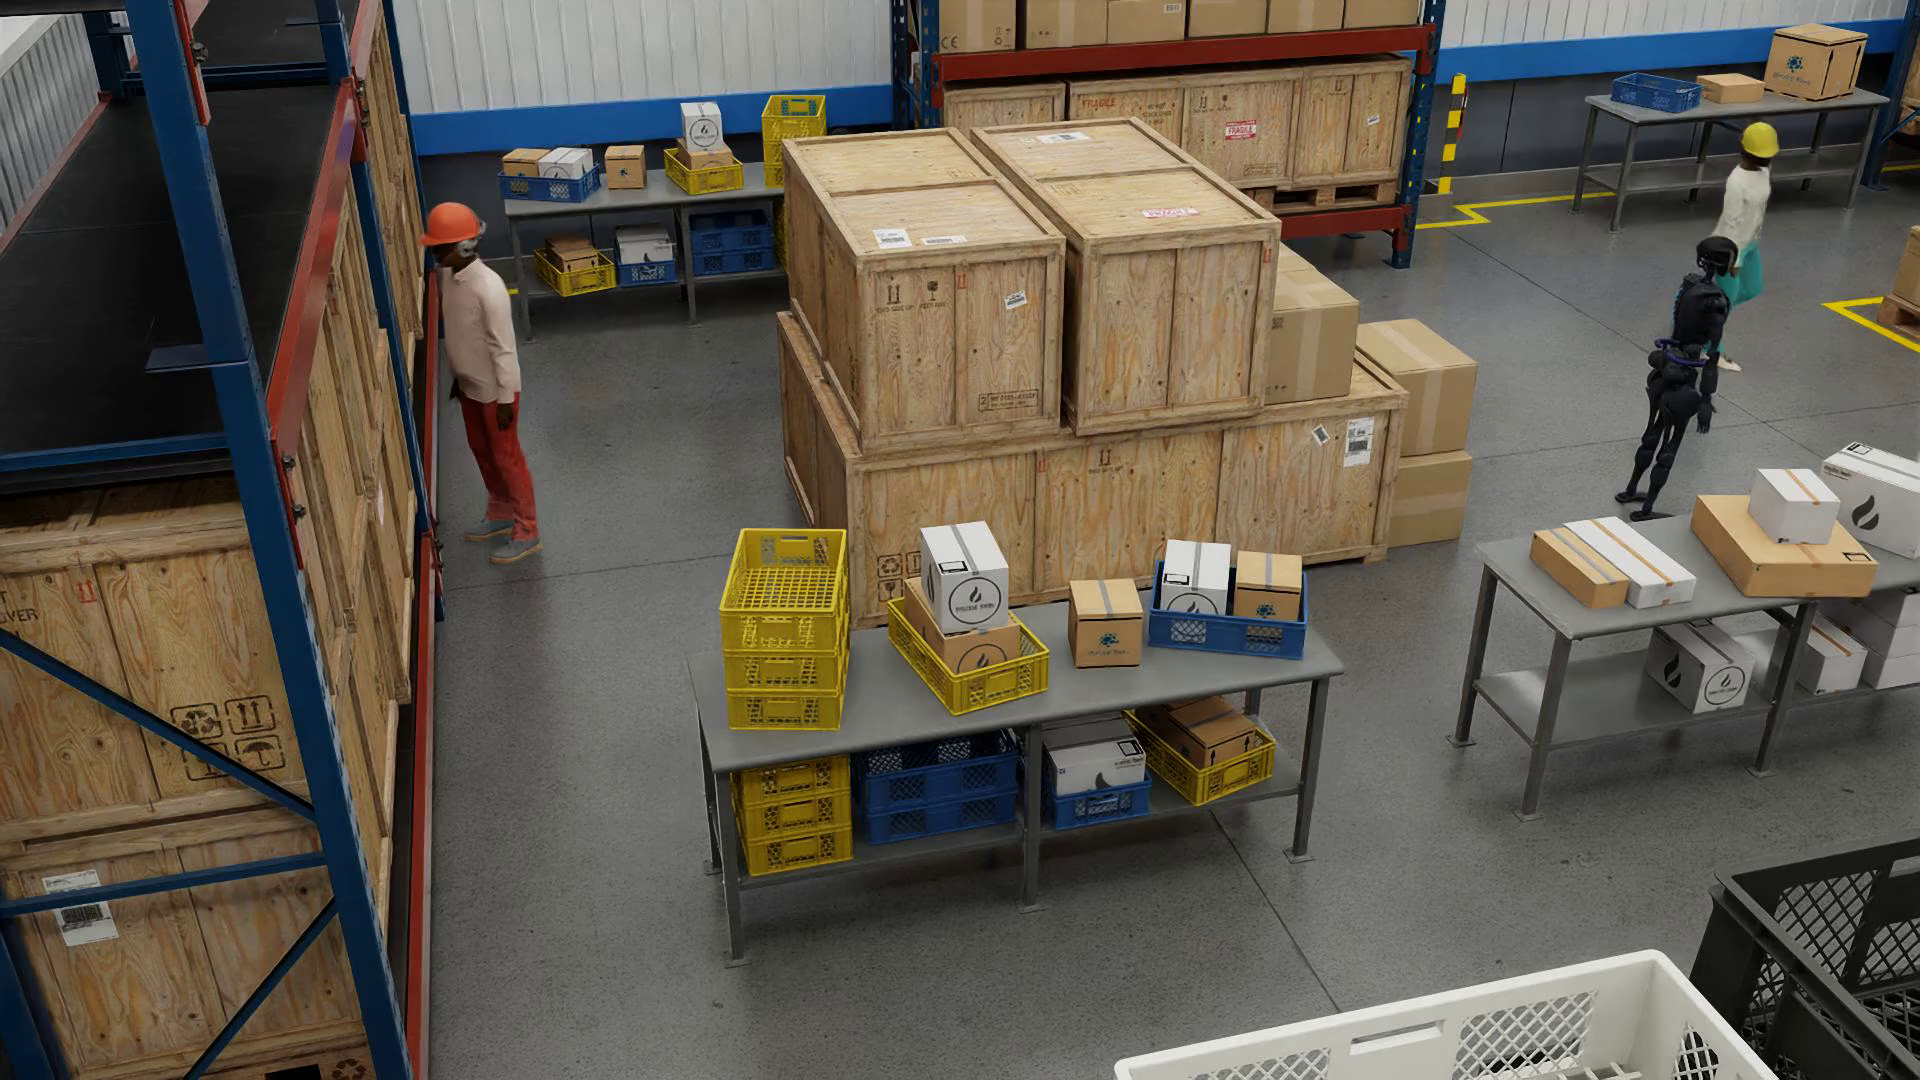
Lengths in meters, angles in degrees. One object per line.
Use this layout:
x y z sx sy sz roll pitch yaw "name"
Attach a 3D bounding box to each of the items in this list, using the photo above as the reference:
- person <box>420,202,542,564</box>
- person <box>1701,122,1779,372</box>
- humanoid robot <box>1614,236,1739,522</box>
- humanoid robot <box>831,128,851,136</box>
-2.536 -0.830 8.841 0.390 1.992 0.610 -23 36 -35 "person"
5.205 -1.973 11.174 0.423 1.732 0.569 25 37 37 "person"
4.033 -0.896 9.280 0.356 1.648 0.575 0 29 -1 "humanoid robot"
-0.769 -1.934 11.152 0.588 1.657 0.326 2 29 4 "humanoid robot"
